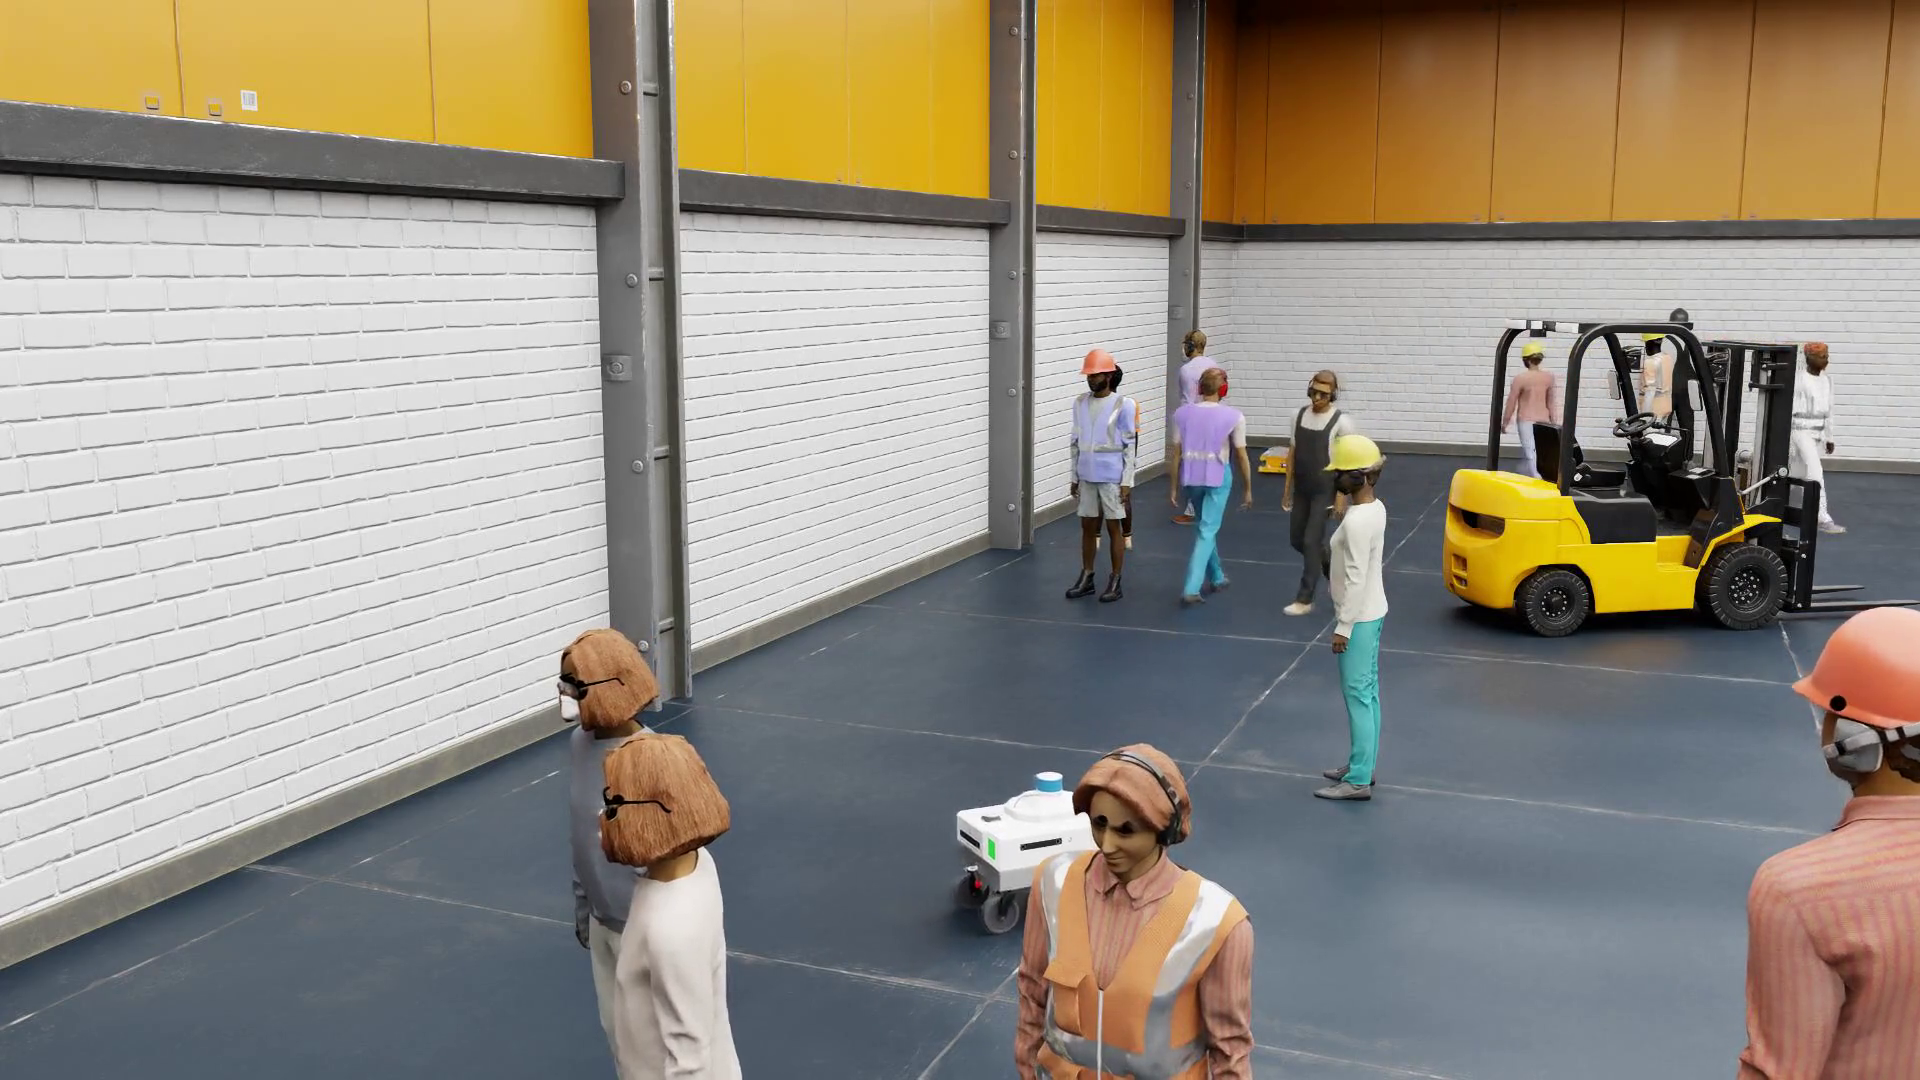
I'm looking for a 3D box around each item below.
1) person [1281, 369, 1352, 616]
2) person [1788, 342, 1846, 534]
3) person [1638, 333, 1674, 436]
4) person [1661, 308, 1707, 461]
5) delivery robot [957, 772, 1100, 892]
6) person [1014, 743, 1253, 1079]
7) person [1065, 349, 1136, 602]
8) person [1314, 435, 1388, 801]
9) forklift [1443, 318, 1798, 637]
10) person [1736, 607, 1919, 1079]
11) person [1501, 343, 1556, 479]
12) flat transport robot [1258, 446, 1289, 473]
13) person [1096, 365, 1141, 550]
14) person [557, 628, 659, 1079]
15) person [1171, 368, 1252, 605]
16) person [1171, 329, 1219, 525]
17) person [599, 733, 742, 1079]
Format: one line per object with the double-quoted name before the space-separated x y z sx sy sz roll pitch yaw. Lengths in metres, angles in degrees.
"person" 2.667 -0.357 12.276 0.659 1.824 0.550 -8 12 -41
"person" 8.271 -1.020 16.253 0.587 1.840 0.965 -5 11 -29
"person" 7.636 -1.412 18.358 0.383 1.921 0.586 9 13 43
"person" 9.004 -1.906 20.989 0.674 2.000 0.535 0 9 3
"delivery robot" 0.352 1.165 6.590 0.707 0.478 0.477 -4 10 -24
"person" 0.339 1.204 3.369 0.513 1.638 0.309 6 11 32
"person" 1.067 -0.489 12.720 0.548 1.937 0.379 7 12 37
"person" 1.897 0.372 8.023 0.312 1.768 0.524 4 10 21
"forklift" 4.706 -0.497 11.990 2.313 2.155 1.214 -2 10 -10
"person" 1.577 1.099 2.917 0.612 1.997 0.376 -4 10 -21
"person" 6.212 -1.300 18.261 0.549 1.714 0.891 -3 10 -17
"flat transport robot" 4.171 -1.009 20.909 0.652 0.197 1.431 3 10 17
"person" 1.363 -0.745 15.024 0.534 1.691 0.320 -1 9 -4
"person" -0.901 1.031 4.455 0.288 1.623 0.494 -7 12 -37
"person" 1.920 -0.420 12.749 0.589 1.796 0.988 6 11 32
"person" 2.335 -1.115 16.505 0.370 1.941 0.627 7 12 36
"person" -0.587 1.194 3.439 0.279 1.632 0.502 -1 9 -8
